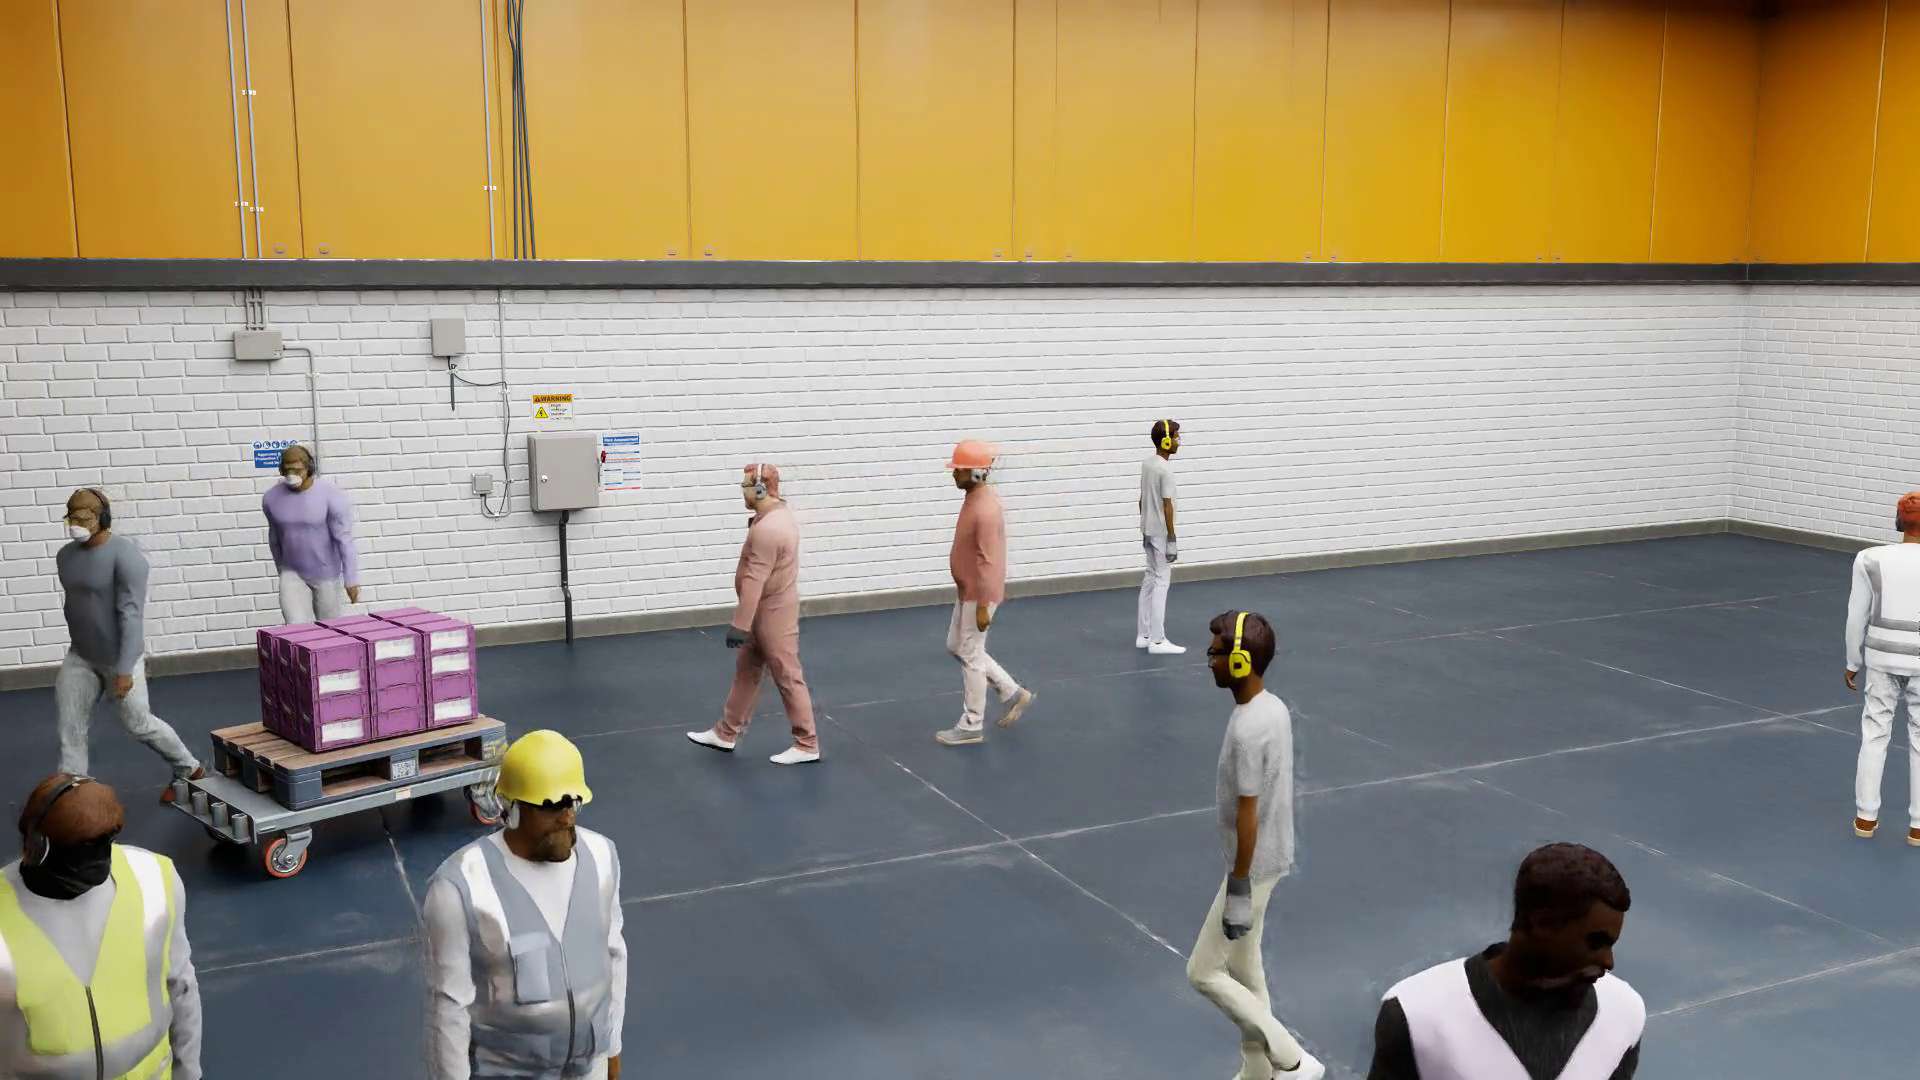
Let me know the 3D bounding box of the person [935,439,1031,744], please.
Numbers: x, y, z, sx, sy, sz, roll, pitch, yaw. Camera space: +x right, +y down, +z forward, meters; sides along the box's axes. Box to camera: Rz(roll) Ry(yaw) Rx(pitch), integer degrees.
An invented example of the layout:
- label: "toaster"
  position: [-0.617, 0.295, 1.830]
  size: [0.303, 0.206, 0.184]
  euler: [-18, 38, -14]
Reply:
- label: "person"
  position: [0.135, 0.333, 10.673]
  size: [0.540, 1.983, 0.633]
  euler: [-1, 9, -7]

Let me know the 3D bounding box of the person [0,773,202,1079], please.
- label: "person"
  position: [-2.211, 1.470, 4.201]
  size: [0.665, 1.787, 0.895]
  euler: [-8, 12, -41]

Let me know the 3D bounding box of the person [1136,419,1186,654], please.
- label: "person"
  position: [1.600, -0.029, 13.288]
  size: [0.310, 1.866, 0.534]
  euler: [-3, 10, -17]

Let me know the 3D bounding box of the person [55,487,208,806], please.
- label: "person"
  position: [-4.642, 0.635, 9.128]
  size: [0.628, 1.895, 0.966]
  euler: [3, 10, 21]

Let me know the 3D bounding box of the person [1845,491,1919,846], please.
- label: "person"
  position: [5.030, 0.678, 8.850]
  size: [0.578, 1.881, 0.346]
  euler: [7, 12, 38]

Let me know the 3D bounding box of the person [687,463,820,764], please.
- label: "person"
  position: [-1.296, 0.465, 10.233]
  size: [0.925, 1.870, 0.647]
  euler: [0, 9, -2]

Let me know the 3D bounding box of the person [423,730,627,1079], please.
- label: "person"
  position: [-1.201, 1.392, 4.622]
  size: [0.606, 1.814, 0.631]
  euler: [-8, 12, -42]

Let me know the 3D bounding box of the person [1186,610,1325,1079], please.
- label: "person"
  position: [1.022, 1.168, 5.897]
  size: [0.436, 1.852, 0.544]
  euler: [3, 10, 18]

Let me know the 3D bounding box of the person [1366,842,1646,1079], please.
- label: "person"
  position: [1.137, 1.524, 3.616]
  size: [0.613, 1.875, 0.515]
  euler: [-3, 10, -16]

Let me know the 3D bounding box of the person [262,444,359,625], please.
- label: "person"
  position: [-4.496, 0.229, 11.693]
  size: [0.643, 1.887, 0.930]
  euler: [0, 9, 2]
